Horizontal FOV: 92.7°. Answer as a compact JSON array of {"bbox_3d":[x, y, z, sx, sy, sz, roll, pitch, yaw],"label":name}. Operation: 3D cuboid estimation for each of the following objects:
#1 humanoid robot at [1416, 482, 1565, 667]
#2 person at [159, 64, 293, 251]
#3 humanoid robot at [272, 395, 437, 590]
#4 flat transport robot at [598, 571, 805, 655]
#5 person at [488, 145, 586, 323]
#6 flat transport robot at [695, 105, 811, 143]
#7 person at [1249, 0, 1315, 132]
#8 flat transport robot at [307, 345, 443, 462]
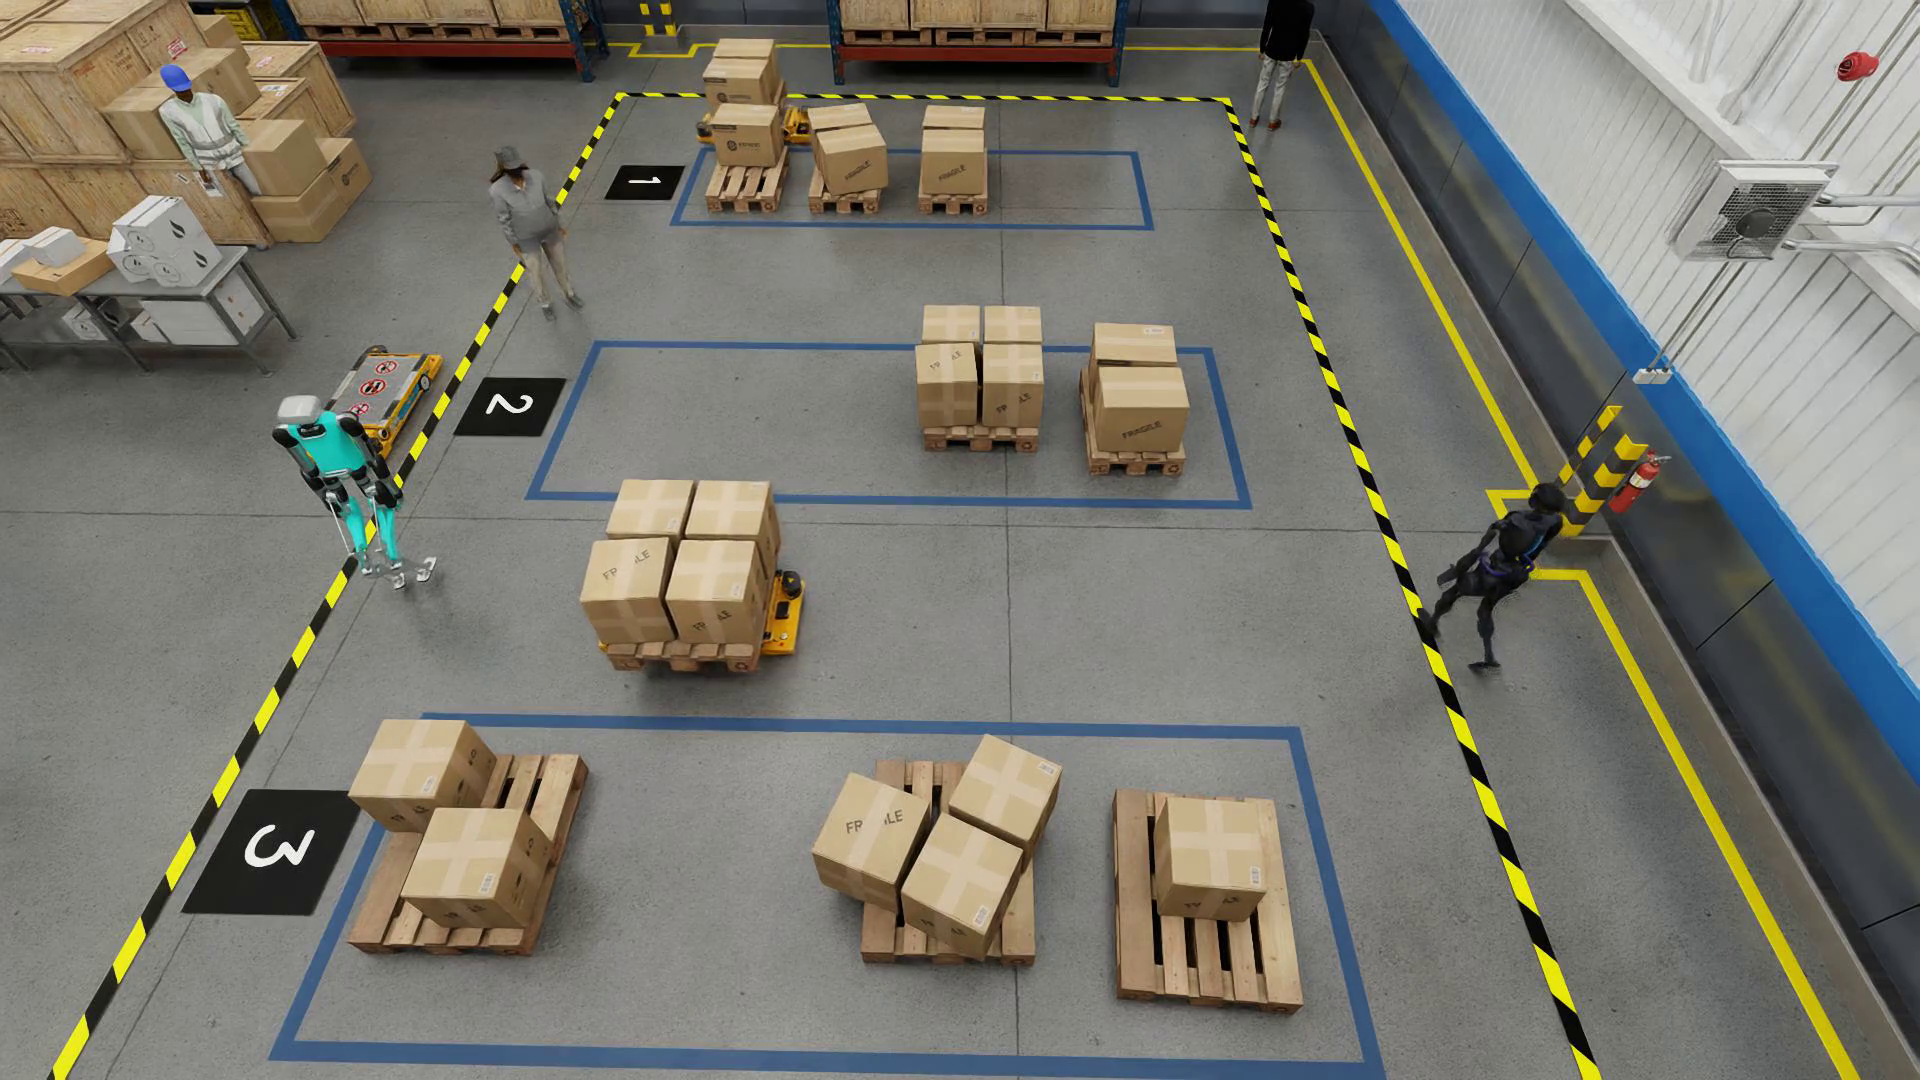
[{"bbox_3d":[3.656,0.263,6.239,0.589,1.638,0.666,-8,50,-6],"label":"humanoid robot"},{"bbox_3d":[-7.754,-4.012,9.670,0.602,1.939,0.412,-32,57,-24],"label":"person"},{"bbox_3d":[-4.277,-0.199,6.485,0.533,1.677,0.735,-11,51,-9],"label":"humanoid robot"},{"bbox_3d":[-1.934,0.530,6.901,1.431,0.197,0.652,1,50,1],"label":"flat transport robot"},{"bbox_3d":[-4.126,-2.976,8.909,0.399,1.756,0.572,36,58,26],"label":"person"},{"bbox_3d":[-2.672,-5.436,11.948,1.431,0.197,0.652,1,50,1],"label":"flat transport robot"},{"bbox_3d":[4.020,-6.106,11.477,0.586,1.884,0.362,24,54,19],"label":"person"},{"bbox_3d":[-5.383,-1.269,8.441,0.659,0.231,1.431,1,50,1],"label":"flat transport robot"}]
